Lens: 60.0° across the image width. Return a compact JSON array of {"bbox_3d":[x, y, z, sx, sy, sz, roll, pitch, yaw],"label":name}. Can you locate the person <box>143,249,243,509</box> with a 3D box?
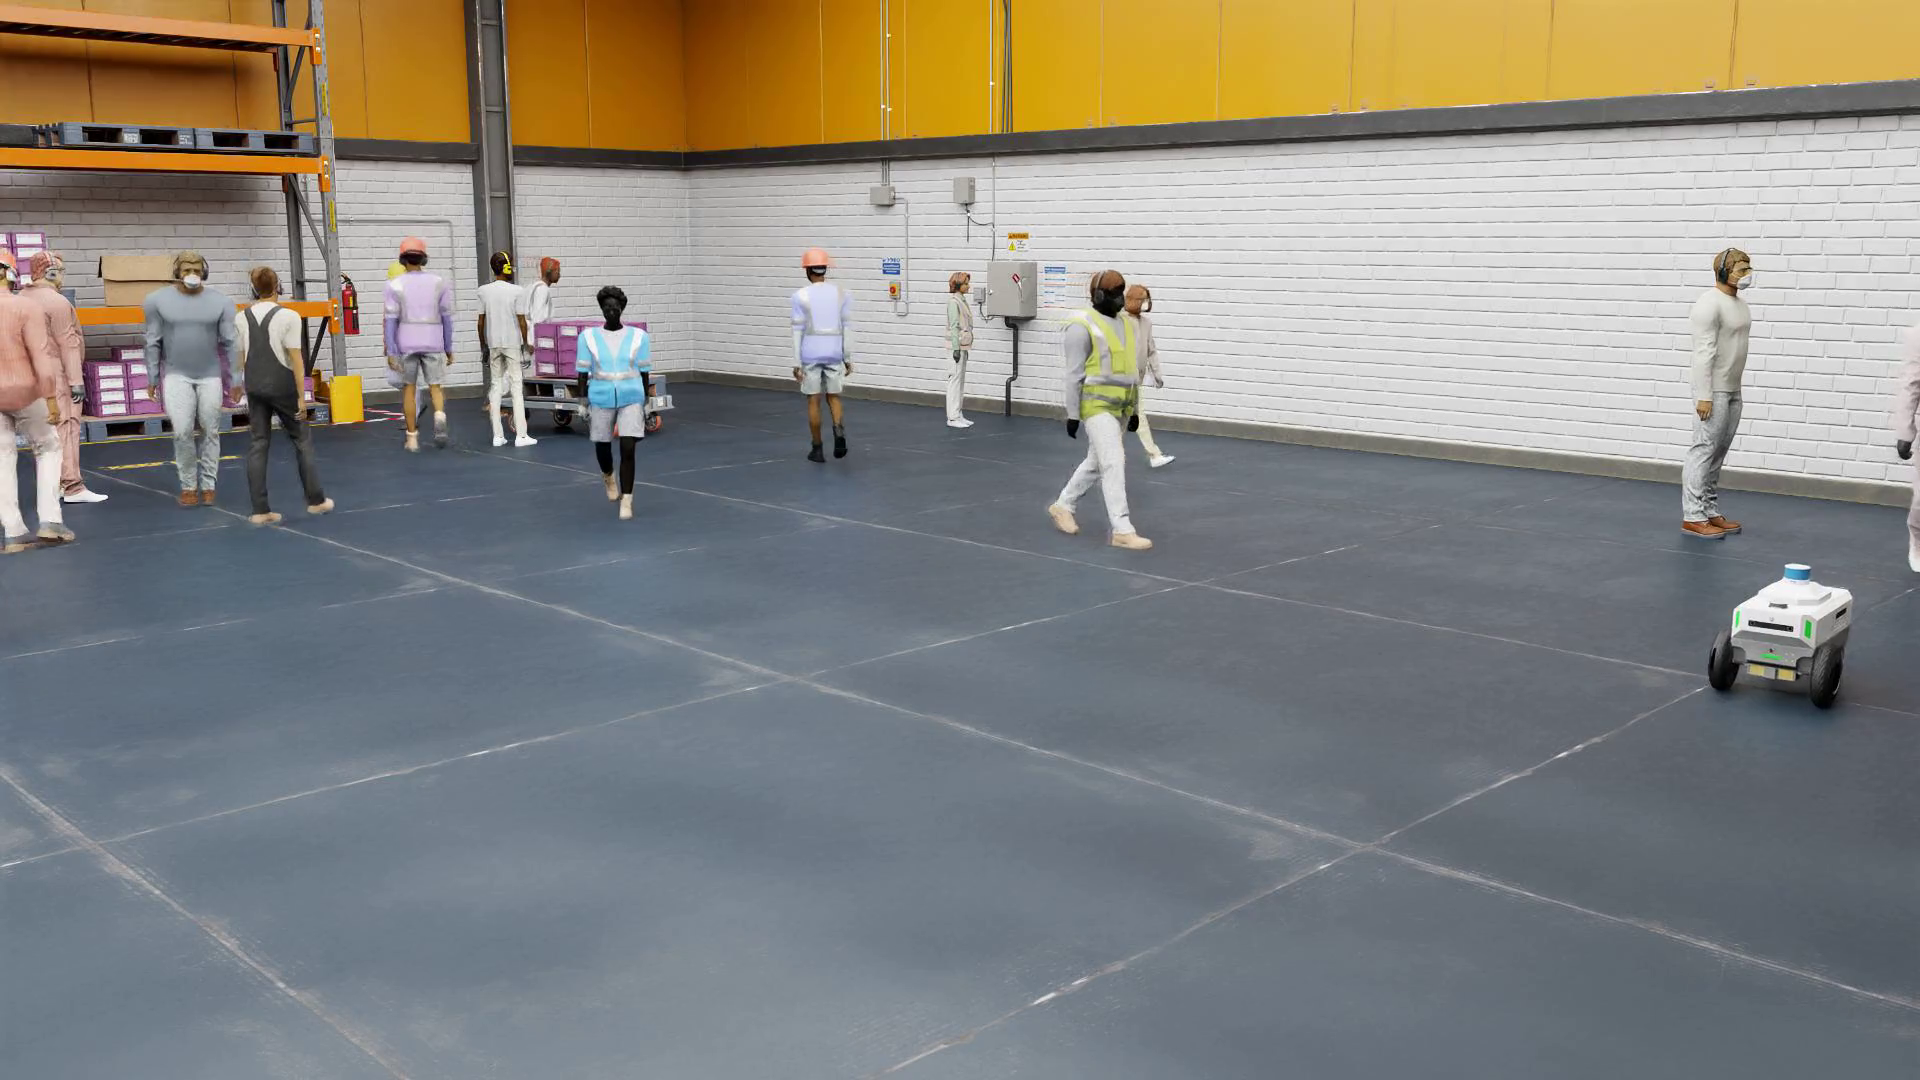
[{"bbox_3d":[-5.651,-1.176,12.308,0.656,1.912,0.610,-6,12,-28],"label":"person"}]

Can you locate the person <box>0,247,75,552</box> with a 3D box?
[{"bbox_3d":[-6.098,-0.909,10.750,0.695,1.945,0.595,1,10,3],"label":"person"}]

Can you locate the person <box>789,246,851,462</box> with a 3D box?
[{"bbox_3d":[-1.226,-1.630,14.751,0.569,1.924,0.501,-4,11,-22],"label":"person"}]

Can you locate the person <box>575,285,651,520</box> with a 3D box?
[{"bbox_3d":[-2.498,-1.008,12.047,0.535,1.673,0.685,-2,11,-10],"label":"person"}]

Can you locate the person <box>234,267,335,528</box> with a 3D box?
[{"bbox_3d":[-4.813,-1.021,11.777,0.519,1.793,0.856,1,10,7],"label":"person"}]

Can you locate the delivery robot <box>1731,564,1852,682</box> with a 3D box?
[{"bbox_3d":[3.718,0.352,7.423,0.477,0.478,0.707,9,14,40],"label":"delivery robot"}]

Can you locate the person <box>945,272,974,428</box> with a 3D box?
[{"bbox_3d":[-0.011,-2.009,17.596,0.306,1.639,0.523,2,11,10],"label":"person"}]

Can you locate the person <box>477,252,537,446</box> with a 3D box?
[{"bbox_3d":[-4.379,-1.829,16.002,0.519,1.865,0.335,2,11,10],"label":"person"}]

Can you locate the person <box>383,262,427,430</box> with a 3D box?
[{"bbox_3d":[-5.782,-2.020,17.334,0.559,1.747,0.447,4,11,22],"label":"person"}]

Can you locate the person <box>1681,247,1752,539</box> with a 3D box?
[{"bbox_3d":[5.115,-0.987,11.206,0.363,1.939,0.636,10,14,43],"label":"person"}]

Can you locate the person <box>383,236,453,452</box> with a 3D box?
[{"bbox_3d":[-4.993,-1.795,15.399,0.639,2.022,0.716,-5,11,-25],"label":"person"}]

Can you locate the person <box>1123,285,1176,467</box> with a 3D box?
[{"bbox_3d":[1.563,-1.439,14.609,0.845,1.579,0.520,9,13,39],"label":"person"}]

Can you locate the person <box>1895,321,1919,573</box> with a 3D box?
[{"bbox_3d":[5.699,-0.639,9.491,0.656,1.881,0.819,4,11,23],"label":"person"}]

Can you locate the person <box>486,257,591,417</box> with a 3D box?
[{"bbox_3d":[-4.767,-2.252,18.541,1.152,1.800,0.597,-4,11,-21],"label":"person"}]

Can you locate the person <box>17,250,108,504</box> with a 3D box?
[{"bbox_3d":[-6.826,-1.223,12.581,0.641,1.909,0.409,6,12,30],"label":"person"}]

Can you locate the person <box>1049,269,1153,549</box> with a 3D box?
[{"bbox_3d":[0.912,-0.877,10.972,0.901,1.812,0.633,9,14,41],"label":"person"}]
